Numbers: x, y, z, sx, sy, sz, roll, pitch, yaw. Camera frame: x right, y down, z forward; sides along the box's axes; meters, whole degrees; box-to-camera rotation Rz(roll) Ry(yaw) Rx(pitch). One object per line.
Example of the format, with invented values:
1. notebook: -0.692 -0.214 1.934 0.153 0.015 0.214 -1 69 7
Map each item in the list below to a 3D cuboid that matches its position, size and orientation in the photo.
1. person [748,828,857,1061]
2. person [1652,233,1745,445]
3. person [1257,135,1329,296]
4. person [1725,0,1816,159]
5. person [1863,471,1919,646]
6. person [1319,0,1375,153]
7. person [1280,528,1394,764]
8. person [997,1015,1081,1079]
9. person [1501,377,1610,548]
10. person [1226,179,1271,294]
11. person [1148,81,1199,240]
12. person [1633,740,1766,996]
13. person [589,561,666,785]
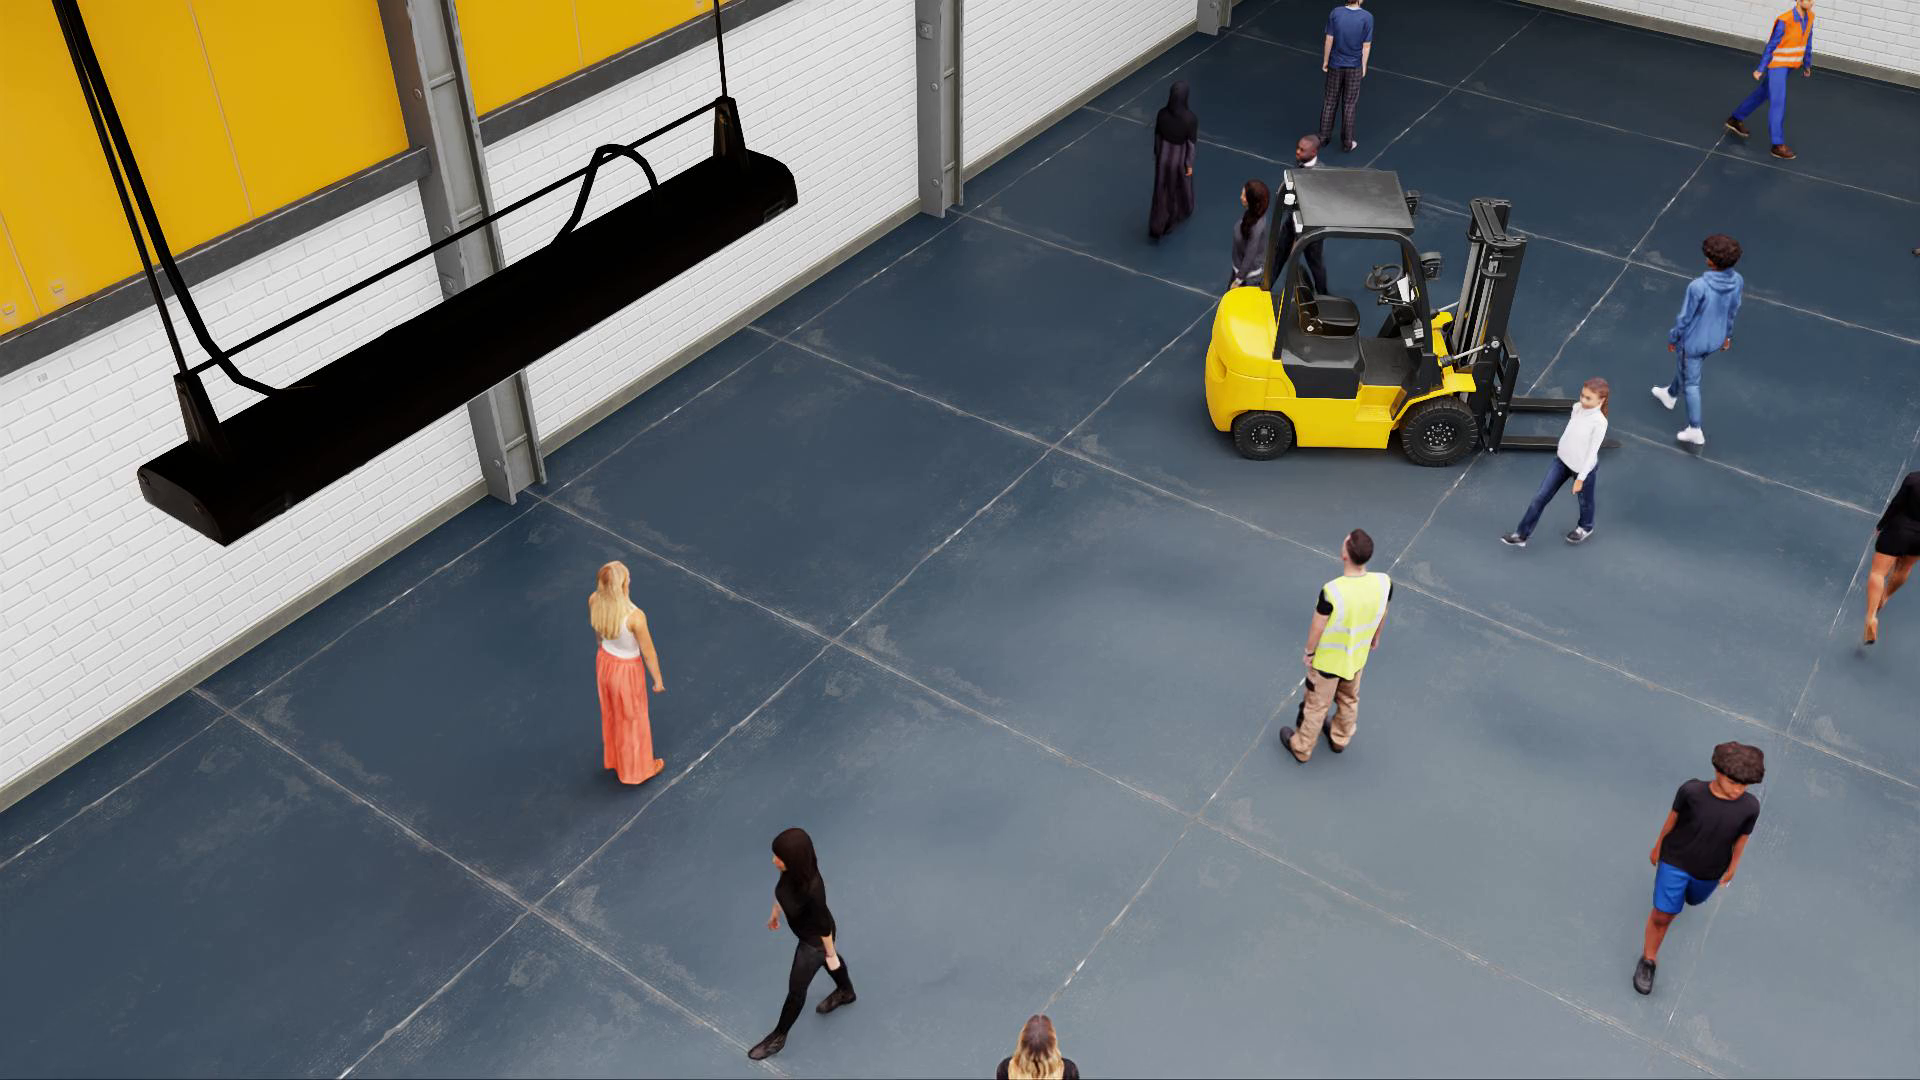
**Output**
1. person: -0.746 2.130 9.155 1.061 1.609 0.879 -19 43 -23
2. person: 6.154 -1.617 13.720 1.185 1.768 1.197 -9 40 -11
3. person: 3.230 -2.859 15.262 1.298 1.784 1.118 -15 41 -18
4. person: 8.859 -5.157 18.110 1.284 1.820 1.145 -20 43 -23
5. person: 6.685 0.045 11.759 0.701 1.618 1.040 15 41 18
6. person: 4.184 -5.142 18.051 0.700 1.870 0.610 15 41 17
7. person: 2.452 0.708 10.749 0.835 1.841 0.912 -13 40 -15
8. person: 0.371 2.883 8.158 0.613 1.676 0.634 0 39 0
9. person: 4.750 -0.578 12.623 1.132 1.512 0.882 -18 42 -21
10. person: 2.565 -2.380 14.677 0.814 1.765 0.721 1 39 1
11. person: 2.091 -3.764 16.537 0.750 1.606 1.130 16 41 20
12. person: 4.205 1.757 9.493 0.750 1.770 1.159 15 41 18
13. person: -2.151 0.863 10.588 0.653 1.800 0.579 23 44 26
